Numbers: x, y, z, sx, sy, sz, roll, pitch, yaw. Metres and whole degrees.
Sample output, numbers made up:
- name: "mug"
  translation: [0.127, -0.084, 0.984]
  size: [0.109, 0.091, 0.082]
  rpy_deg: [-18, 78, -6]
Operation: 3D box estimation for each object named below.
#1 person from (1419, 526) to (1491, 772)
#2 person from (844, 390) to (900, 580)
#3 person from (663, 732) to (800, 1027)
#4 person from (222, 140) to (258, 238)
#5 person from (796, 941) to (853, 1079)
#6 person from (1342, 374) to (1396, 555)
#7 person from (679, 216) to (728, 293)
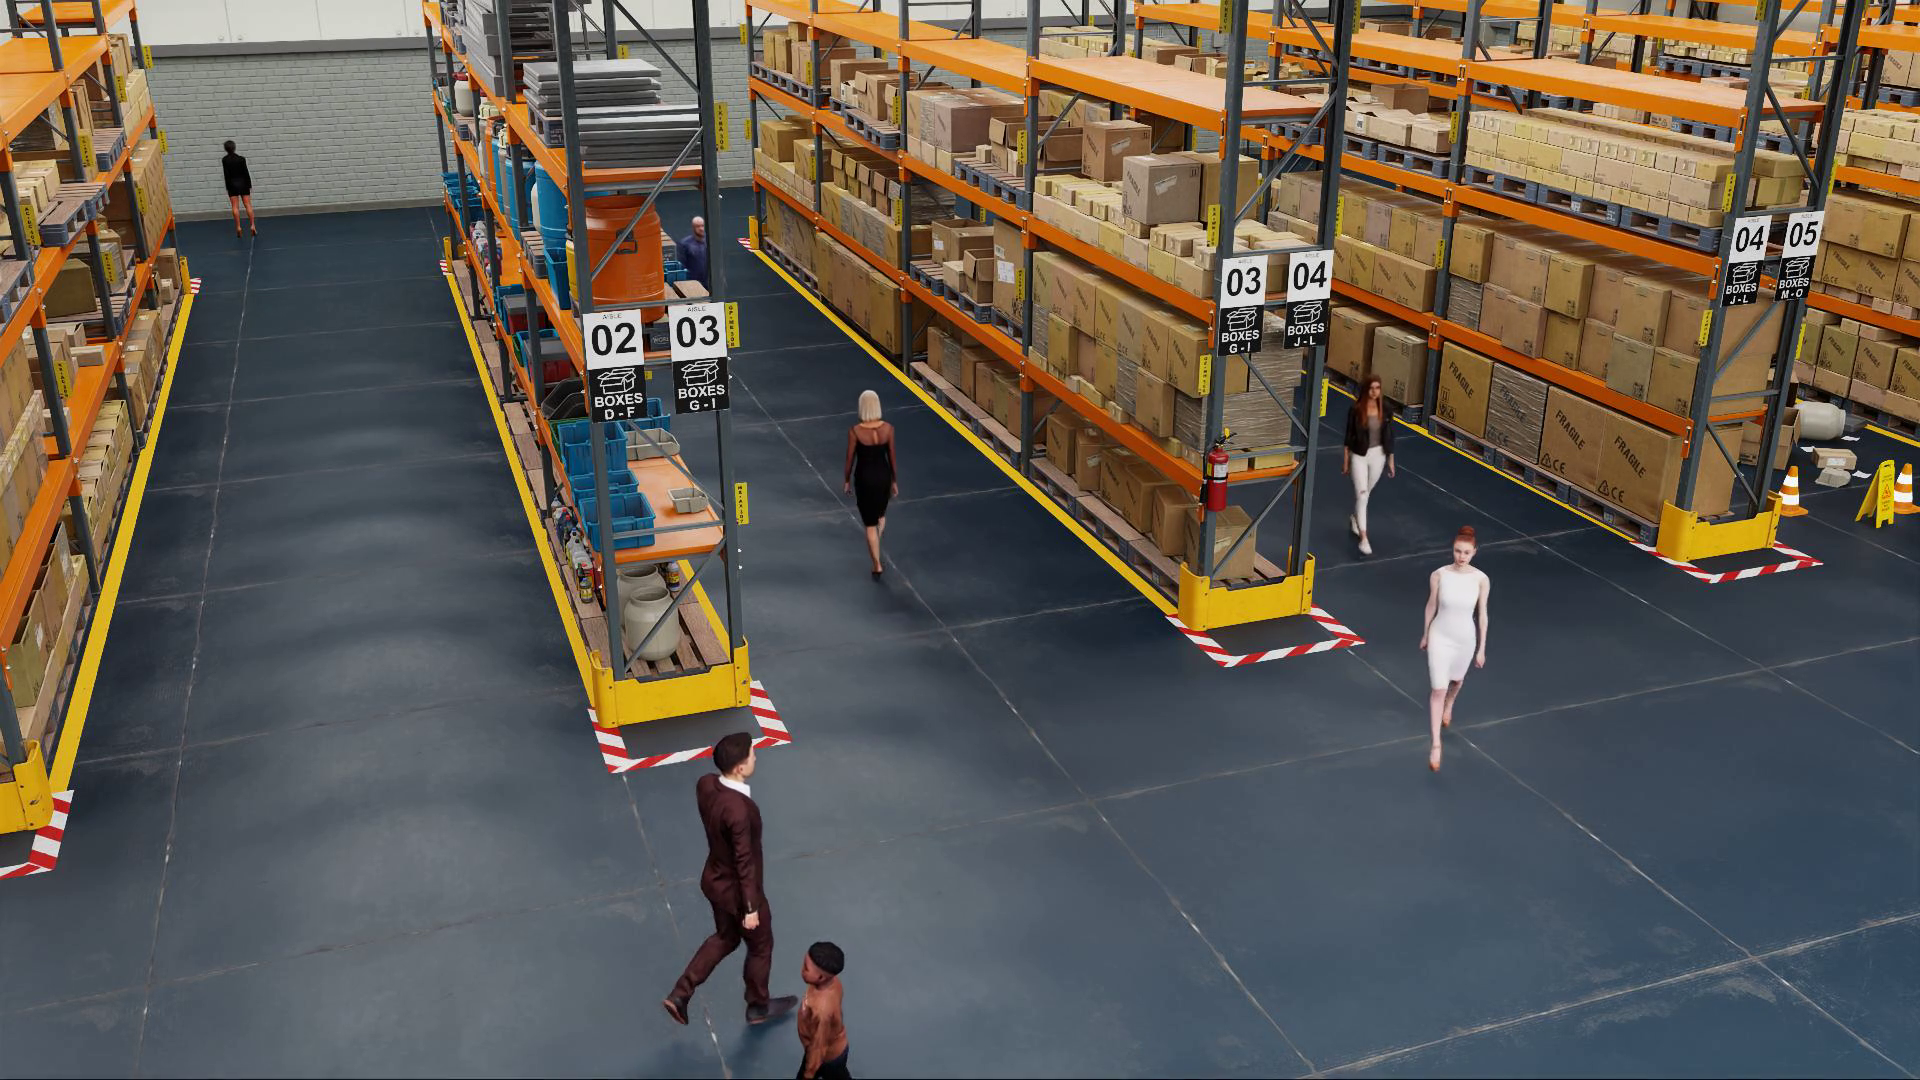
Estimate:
- name: "person"
  translation: [3.560, 0.725, 11.962]
  size: [1.021, 1.751, 1.156]
  rpy_deg: [7, 23, 16]
- name: "person"
  translation: [-0.761, -0.464, 14.904]
  size: [0.620, 1.725, 0.871]
  rpy_deg: [-8, 23, -18]
- name: "person"
  translation: [-1.284, 1.888, 8.996]
  size: [0.934, 1.845, 1.039]
  rpy_deg: [-15, 27, -33]
- name: "person"
  translation: [-12.465, -6.072, 28.726]
  size: [0.576, 1.640, 0.597]
  rpy_deg: [-9, 24, -21]
- name: "person"
  translation: [-0.599, 2.541, 8.224]
  size: [0.779, 1.219, 0.881]
  rpy_deg: [0, 22, -1]
- name: "person"
  translation: [3.829, -0.755, 15.702]
  size: [0.855, 1.658, 1.203]
  rpy_deg: [-1, 22, -2]
- name: "person"
  translation: [-3.415, -3.348, 21.876]
  size: [0.902, 1.784, 1.198]
  rpy_deg: [-14, 26, -31]
